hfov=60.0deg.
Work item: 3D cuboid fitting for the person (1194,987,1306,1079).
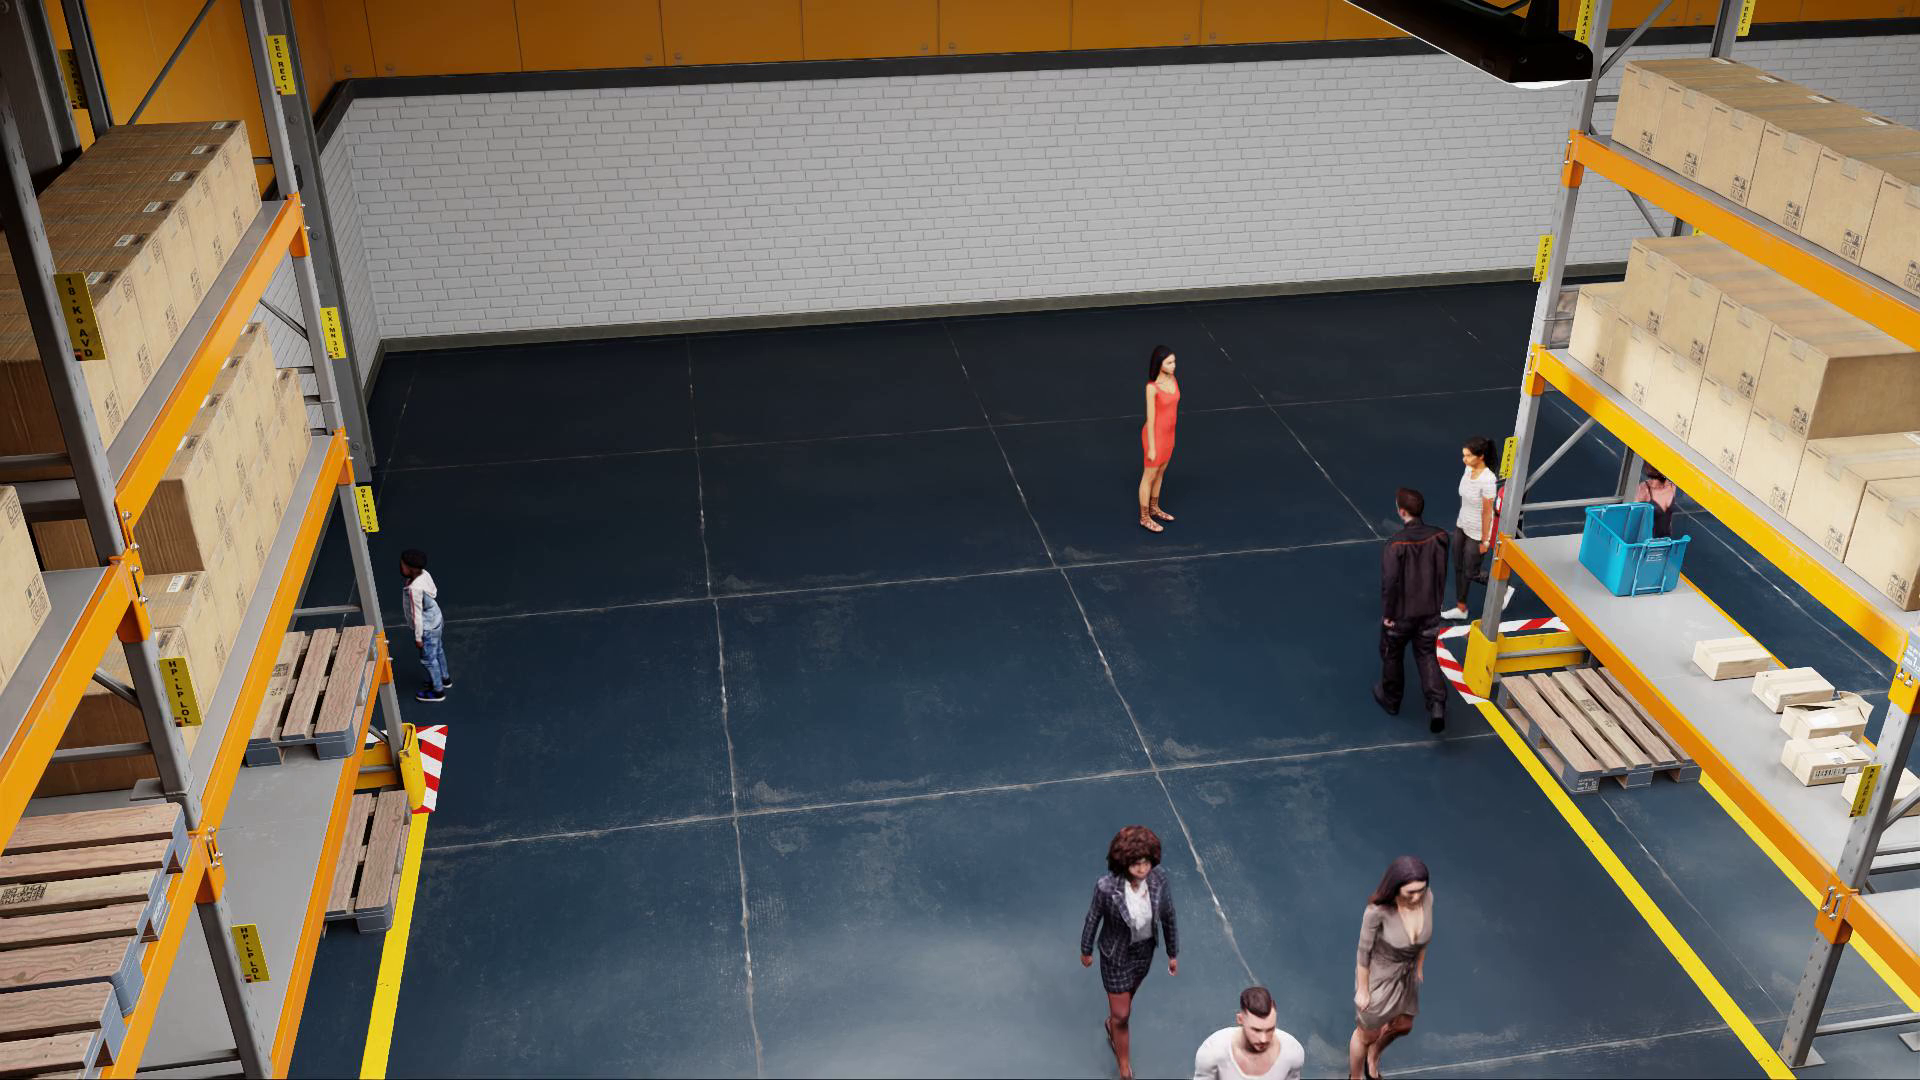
[{"bbox_3d":[1.310,2.790,7.978,0.854,1.794,1.184,1,29,2],"label":"person"}]

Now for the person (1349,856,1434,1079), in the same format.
[{"bbox_3d":[2.253,2.323,8.895,0.678,1.736,0.672,-12,31,-21],"label":"person"}]

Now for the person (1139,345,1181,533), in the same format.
[{"bbox_3d":[1.770,-0.922,14.863,0.731,1.718,0.665,18,33,29],"label":"person"}]

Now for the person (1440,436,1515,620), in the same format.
[{"bbox_3d":[4.225,-0.077,13.413,0.678,1.623,0.741,-6,29,-12],"label":"person"}]

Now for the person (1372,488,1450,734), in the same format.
[{"bbox_3d":[3.299,0.549,11.993,0.695,1.883,1.031,-2,29,-4],"label":"person"}]

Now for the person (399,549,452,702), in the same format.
[{"bbox_3d":[-4.021,0.622,12.511,0.547,1.260,0.446,-1,29,-2],"label":"person"}]

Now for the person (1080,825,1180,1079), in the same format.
[{"bbox_3d":[0.883,2.214,9.156,0.732,1.677,0.868,-10,30,-18],"label":"person"}]
